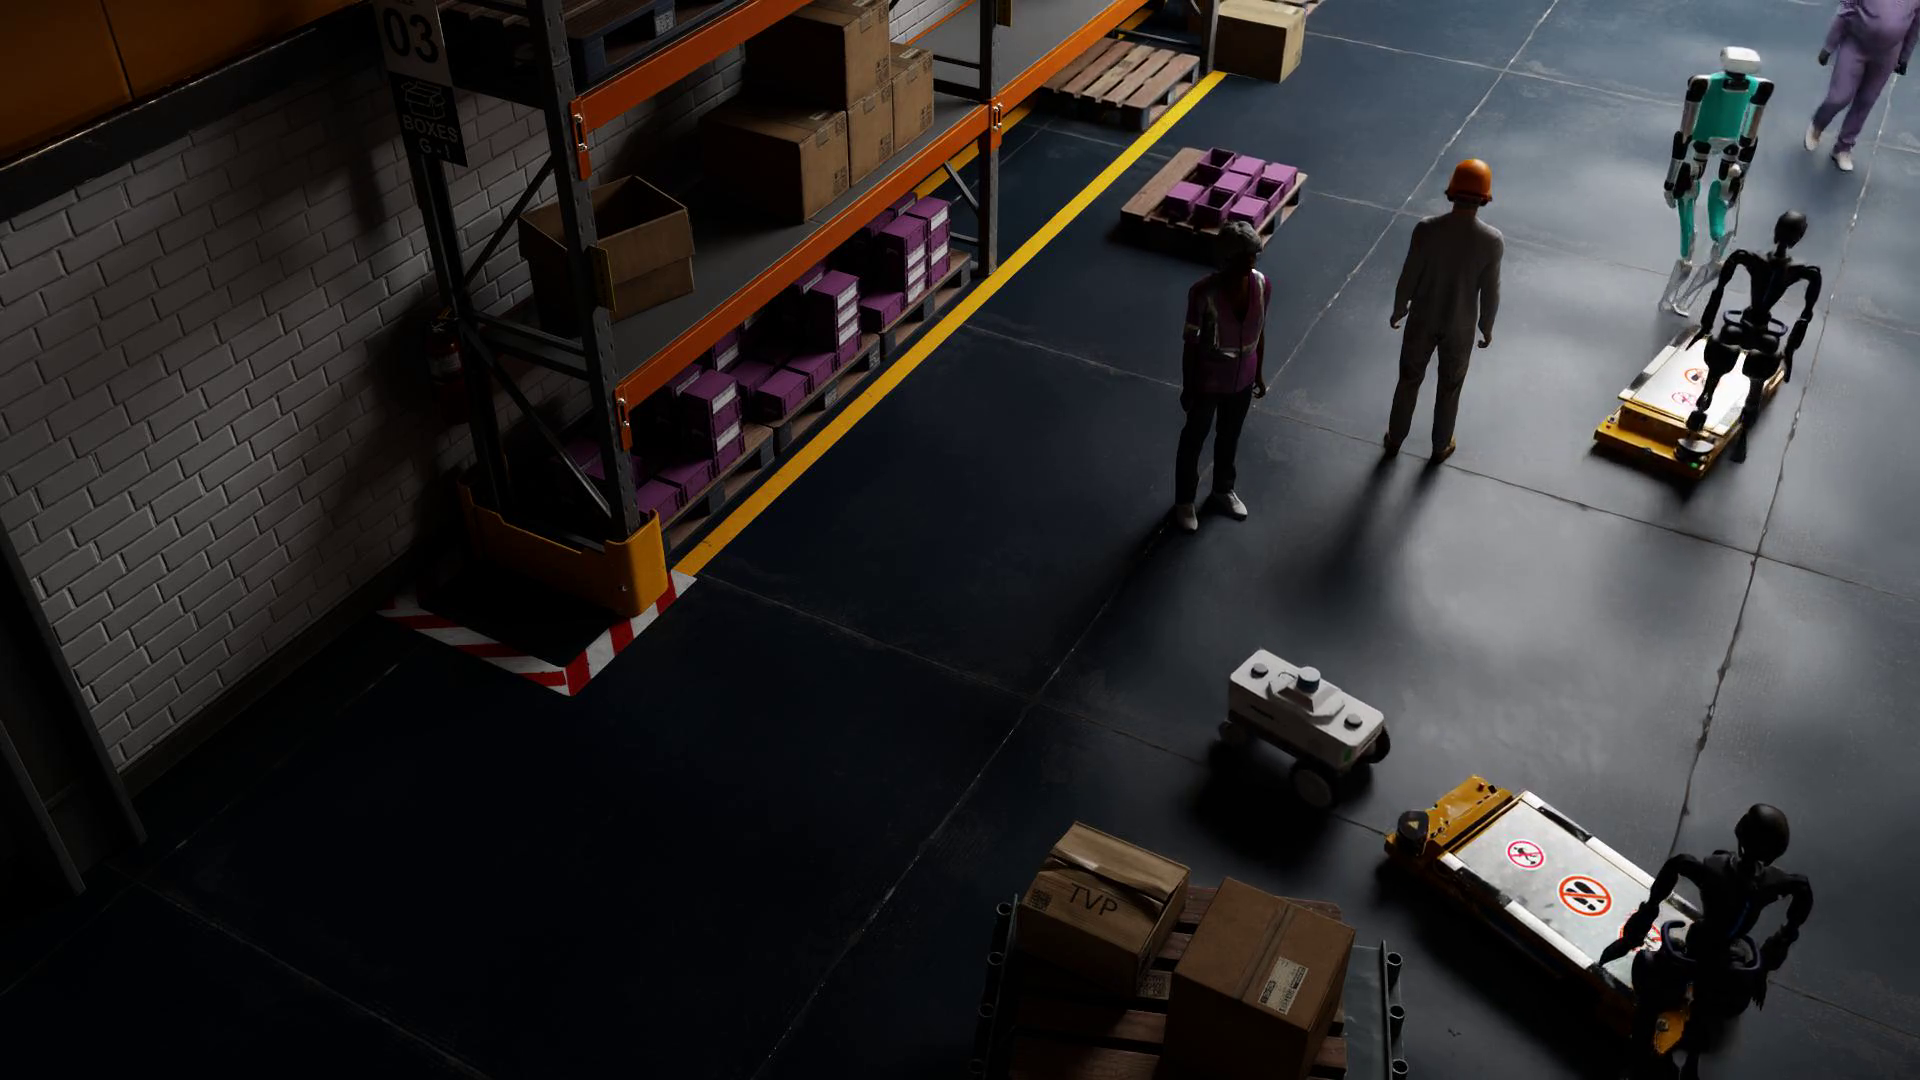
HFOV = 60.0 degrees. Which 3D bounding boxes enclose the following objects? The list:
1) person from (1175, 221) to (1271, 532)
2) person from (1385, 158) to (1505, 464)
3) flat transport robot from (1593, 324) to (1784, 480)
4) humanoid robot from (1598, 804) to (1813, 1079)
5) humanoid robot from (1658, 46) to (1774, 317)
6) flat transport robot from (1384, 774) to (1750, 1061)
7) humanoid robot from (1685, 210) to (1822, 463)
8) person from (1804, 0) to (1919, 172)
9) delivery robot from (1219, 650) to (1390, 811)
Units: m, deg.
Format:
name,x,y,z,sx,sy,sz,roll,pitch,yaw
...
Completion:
name,x,y,z,sx,sy,sz,roll,pitch,yaw
person,1.436,-0.885,9.064,0.509,1.845,0.337,-14,41,-17
person,2.772,-1.293,9.536,0.587,1.893,0.366,13,41,16
flat transport robot,4.554,-0.879,10.319,0.659,0.231,1.431,28,46,30
humanoid robot,2.711,1.544,6.159,0.594,1.656,0.385,7,39,8
humanoid robot,4.913,-2.235,10.862,0.547,1.805,0.760,1,39,1
flat transport robot,2.625,1.575,7.251,0.659,0.231,1.431,-26,46,-29
humanoid robot,4.507,-1.130,9.542,0.584,1.645,0.528,18,42,21
person,6.872,-3.708,12.562,0.670,1.884,0.459,3,39,4
delivery robot,1.634,0.851,7.912,0.769,0.577,0.499,29,47,31
